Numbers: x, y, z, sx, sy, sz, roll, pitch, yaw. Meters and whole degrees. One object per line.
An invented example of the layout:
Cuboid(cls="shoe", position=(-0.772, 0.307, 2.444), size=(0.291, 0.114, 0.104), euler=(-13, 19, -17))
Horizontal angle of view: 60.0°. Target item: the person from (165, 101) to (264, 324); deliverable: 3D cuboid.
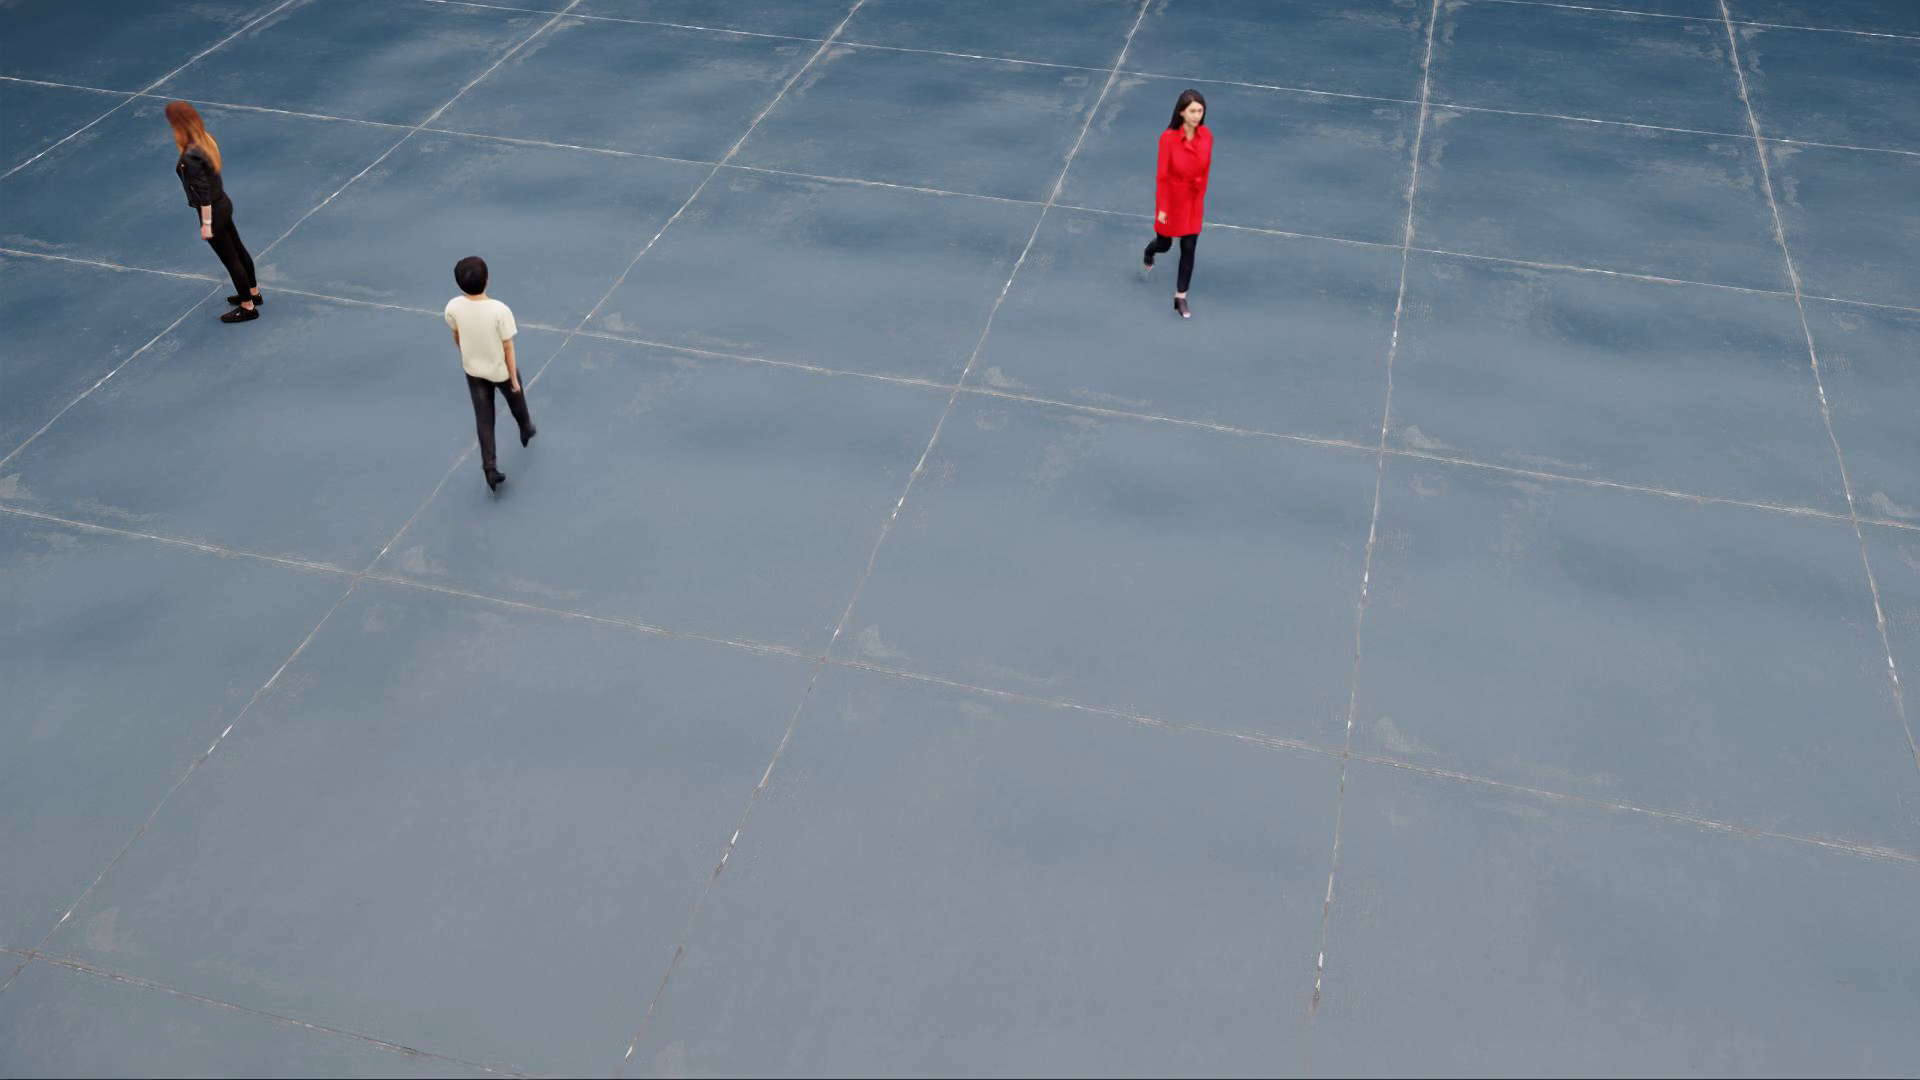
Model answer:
Cuboid(cls="person", position=(-5.488, -2.432, 12.281), size=(0.731, 1.706, 0.587), euler=(-4, 38, -5))

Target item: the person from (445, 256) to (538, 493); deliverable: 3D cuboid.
Cuboid(cls="person", position=(-3.020, -1.027, 10.614), size=(0.721, 1.546, 1.028), euler=(3, 38, 4))

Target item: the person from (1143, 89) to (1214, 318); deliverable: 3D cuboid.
Cuboid(cls="person", position=(1.596, -2.537, 12.398), size=(0.906, 1.727, 1.058), euler=(-11, 39, -14))
